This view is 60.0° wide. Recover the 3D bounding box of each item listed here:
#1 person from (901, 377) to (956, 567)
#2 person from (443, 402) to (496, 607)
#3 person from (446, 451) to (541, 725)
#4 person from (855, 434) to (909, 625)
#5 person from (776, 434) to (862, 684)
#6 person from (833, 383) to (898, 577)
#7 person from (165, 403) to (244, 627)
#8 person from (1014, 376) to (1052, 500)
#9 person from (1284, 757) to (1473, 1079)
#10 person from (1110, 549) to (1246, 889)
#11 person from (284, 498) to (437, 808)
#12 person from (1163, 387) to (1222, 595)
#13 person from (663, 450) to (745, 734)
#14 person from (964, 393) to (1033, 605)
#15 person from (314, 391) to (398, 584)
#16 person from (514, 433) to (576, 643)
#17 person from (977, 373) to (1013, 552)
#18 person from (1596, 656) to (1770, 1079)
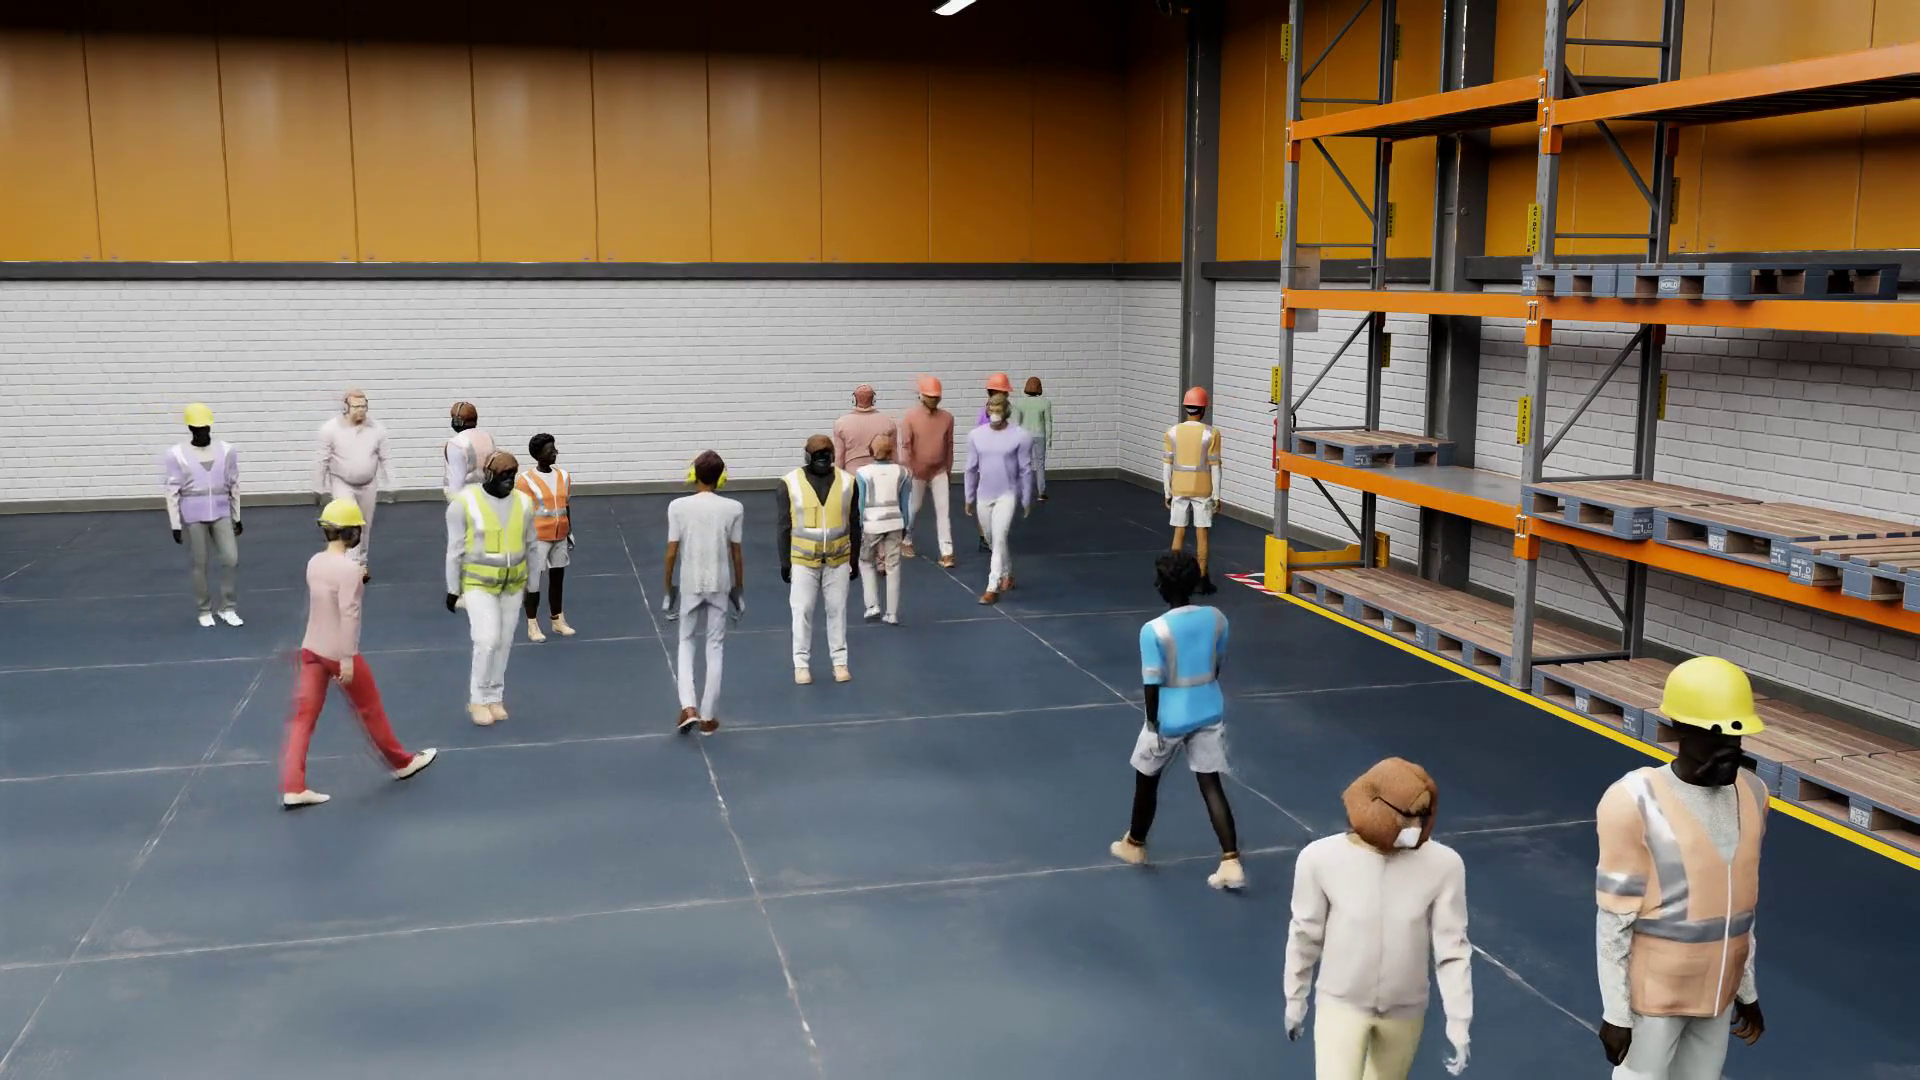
[{"bbox_3d":[-0.351,-0.727,17.207,0.628,1.945,1.049,-4,10,-21],"label":"person"},{"bbox_3d":[-4.410,-0.320,14.936,0.430,1.844,0.623,3,9,16],"label":"person"},{"bbox_3d":[-3.055,0.318,11.028,0.643,1.817,0.539,-9,13,-44],"label":"person"},{"bbox_3d":[-0.671,-0.090,14.177,0.541,1.617,0.502,-4,10,-23],"label":"person"},{"bbox_3d":[-1.016,0.139,12.122,0.620,1.835,0.431,-2,9,-15],"label":"person"},{"bbox_3d":[-0.929,-0.584,16.372,0.641,1.913,0.408,-1,9,-9],"label":"person"},{"bbox_3d":[-6.291,-0.191,13.930,0.608,1.902,0.661,-8,12,-40],"label":"person"},{"bbox_3d":[0.965,-1.336,21.924,0.507,1.633,0.276,2,9,11],"label":"person"},{"bbox_3d":[1.230,1.414,4.893,0.508,1.587,0.837,0,9,0],"label":"person"},{"bbox_3d":[1.090,0.861,8.135,0.534,1.661,0.834,-4,10,-26],"label":"person"},{"bbox_3d":[-3.478,0.619,9.449,0.538,1.707,0.943,7,11,37],"label":"person"},{"bbox_3d":[2.173,-0.457,15.496,0.550,1.935,0.376,4,10,24],"label":"person"},{"bbox_3d":[-1.661,0.341,10.835,0.530,1.835,0.454,-2,9,-9],"label":"person"},{"bbox_3d":[0.369,-0.408,15.292,0.635,1.906,0.973,4,10,22],"label":"person"},{"bbox_3d":[-5.767,-0.493,15.961,0.701,1.858,0.947,-7,12,-38],"label":"person"},{"bbox_3d":[-3.368,-0.027,13.546,0.316,1.700,0.540,7,12,38],"label":"person"},{"bbox_3d":[0.369,-0.831,17.871,0.398,1.928,0.554,2,9,12],"label":"person"},{"bbox_3d":[2.063,1.271,4.743,0.585,1.927,0.366,-4,10,-24],"label":"person"}]
